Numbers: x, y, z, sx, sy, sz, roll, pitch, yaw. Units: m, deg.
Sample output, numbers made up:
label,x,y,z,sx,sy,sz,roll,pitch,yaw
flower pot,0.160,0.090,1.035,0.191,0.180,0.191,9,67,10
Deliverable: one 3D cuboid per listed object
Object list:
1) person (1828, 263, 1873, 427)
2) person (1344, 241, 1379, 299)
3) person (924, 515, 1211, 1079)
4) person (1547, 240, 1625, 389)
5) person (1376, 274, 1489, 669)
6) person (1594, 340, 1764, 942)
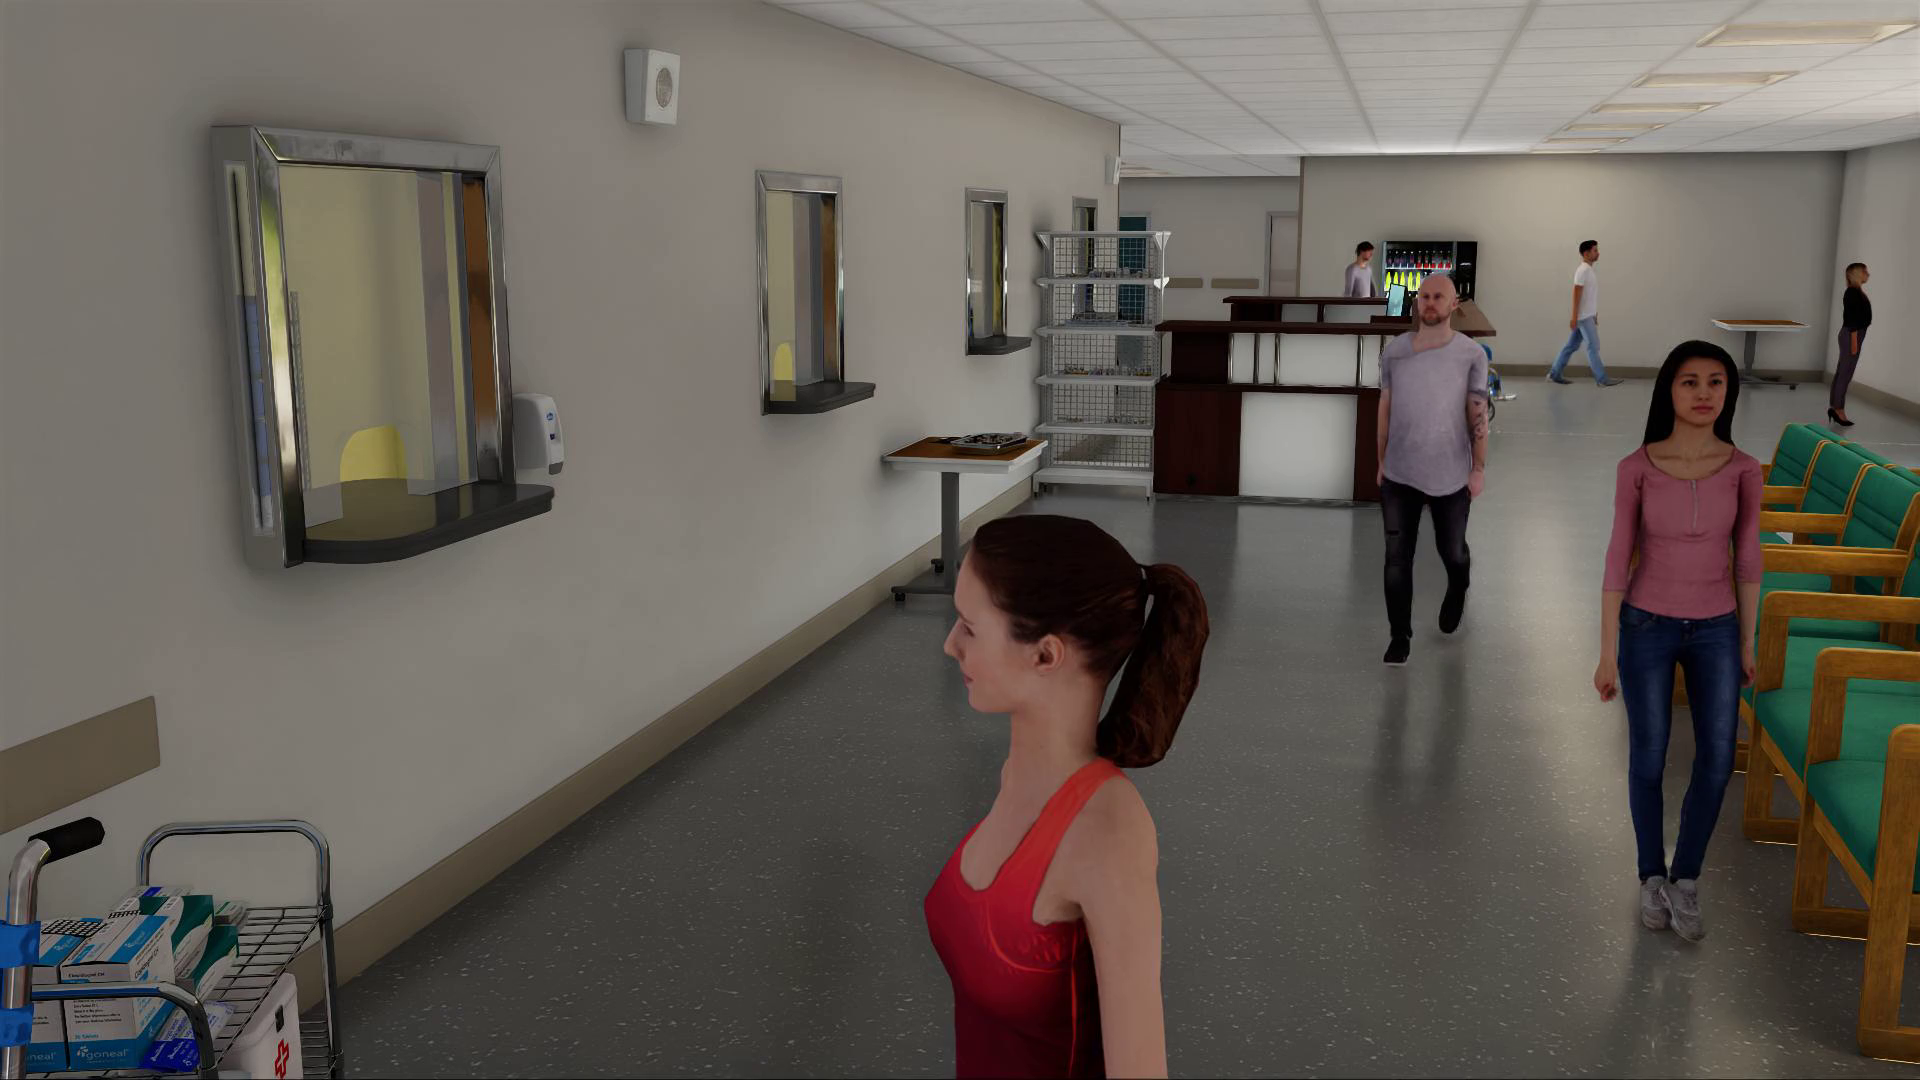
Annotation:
label,x,y,z,sx,sy,sz,roll,pitch,yaw
person,9.219,-2.035,17.254,0.566,1.670,0.621,4,12,21
person,5.289,-3.071,22.404,1.270,1.787,1.012,10,15,43
person,0.113,0.820,2.000,0.685,1.749,0.660,-3,11,-15
person,7.746,-2.800,20.891,1.222,1.818,0.865,6,12,29
person,2.240,-0.330,7.889,1.114,1.812,0.873,5,12,26
person,2.111,0.273,4.910,0.533,1.737,0.656,3,11,16
